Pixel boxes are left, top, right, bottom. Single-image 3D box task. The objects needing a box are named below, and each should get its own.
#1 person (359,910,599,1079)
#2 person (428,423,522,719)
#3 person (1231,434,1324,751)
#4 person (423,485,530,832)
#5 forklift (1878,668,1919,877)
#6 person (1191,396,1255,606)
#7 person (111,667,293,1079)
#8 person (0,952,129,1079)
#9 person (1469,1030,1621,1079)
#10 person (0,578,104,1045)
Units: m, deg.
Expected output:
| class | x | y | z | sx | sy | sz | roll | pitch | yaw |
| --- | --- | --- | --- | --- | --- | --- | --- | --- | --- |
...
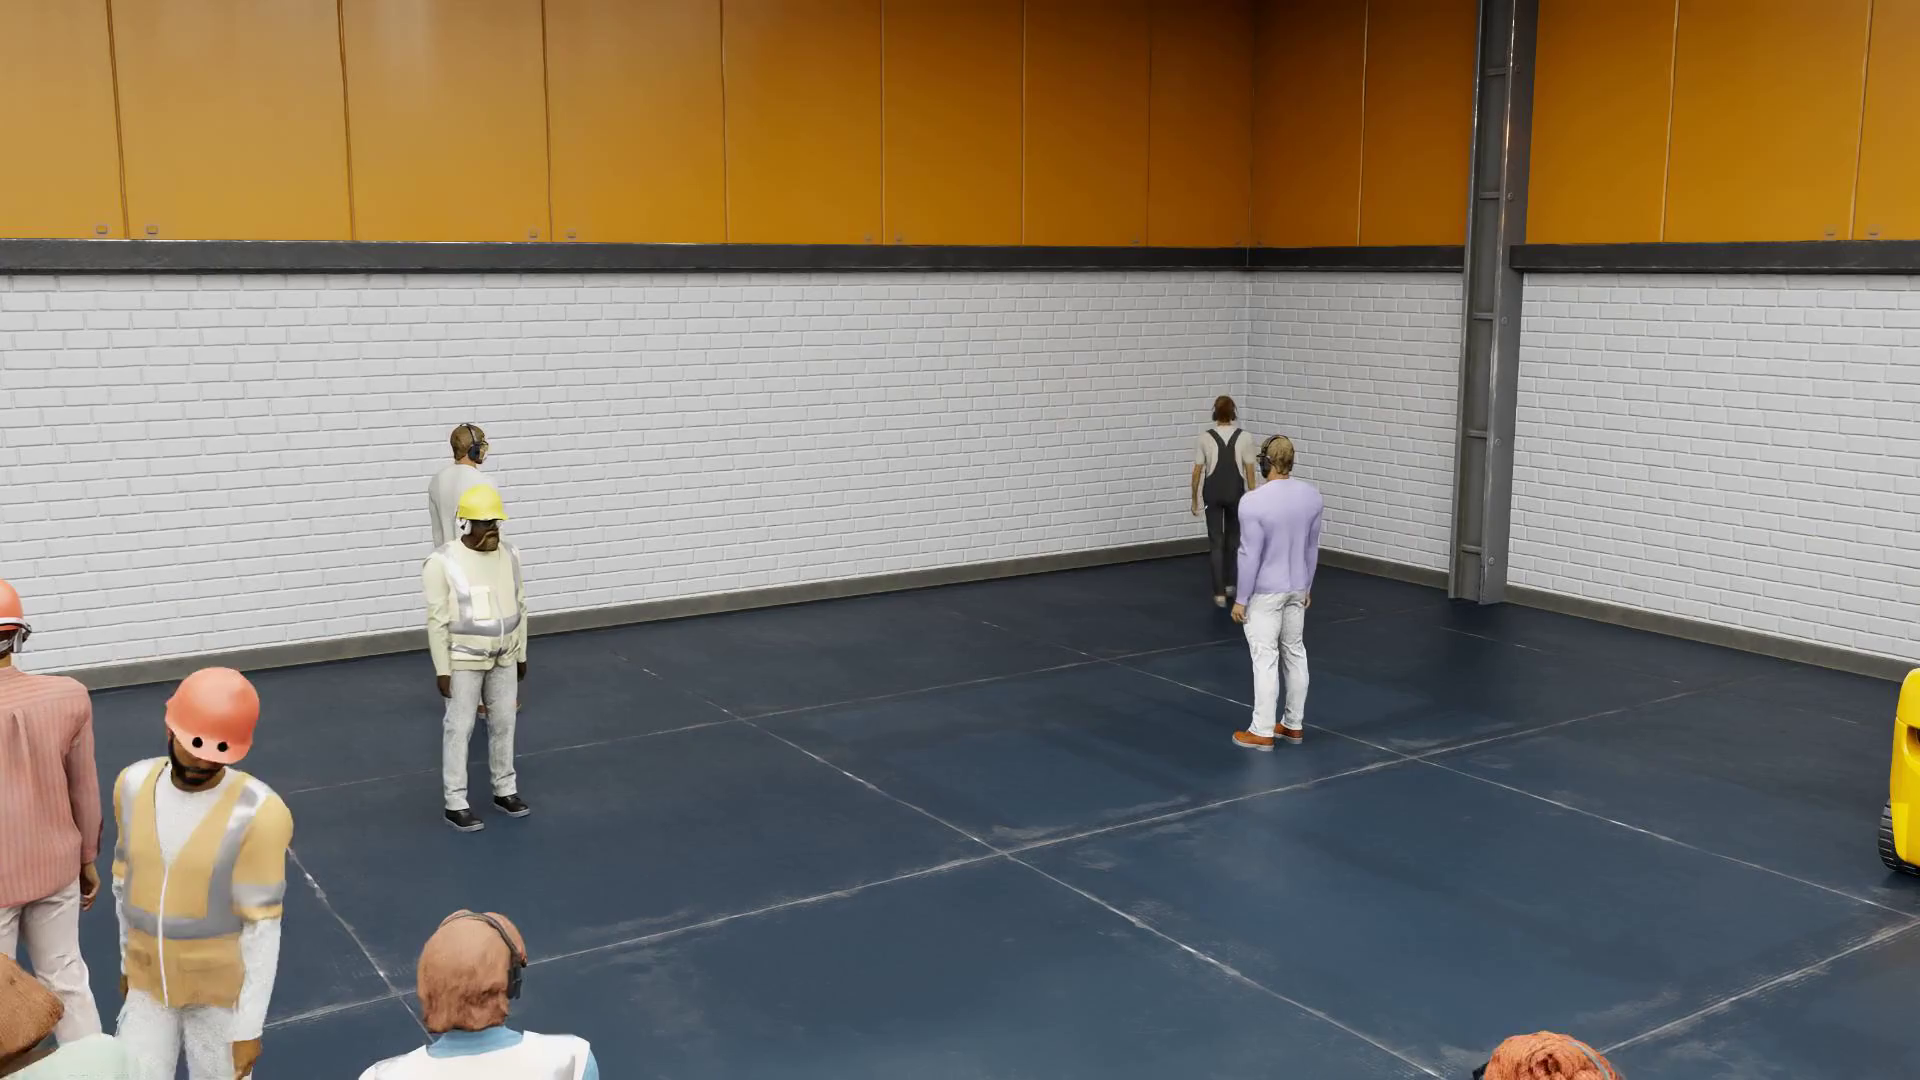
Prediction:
| class | x | y | z | sx | sy | sz | roll | pitch | yaw |
| --- | --- | --- | --- | --- | --- | --- | --- | --- | --- |
| person | -0.987 | 1.578 | 3.512 | 0.513 | 1.639 | 0.311 | -3 | 10 | -17 |
| person | -3.193 | 0.201 | 10.905 | 0.631 | 1.940 | 0.372 | 6 | 11 | 33 |
| person | 1.920 | 0.322 | 10.174 | 0.628 | 1.940 | 0.373 | -6 | 11 | -33 |
| person | -2.526 | 0.611 | 8.797 | 0.403 | 1.824 | 0.599 | 8 | 12 | 40 |
| forklift | 5.511 | 0.571 | 7.906 | 2.313 | 2.155 | 1.214 | -6 | 11 | -33 |
| person | 2.308 | -0.365 | 14.672 | 0.547 | 1.814 | 0.837 | 0 | 9 | 2 |
| person | -2.163 | 1.259 | 4.710 | 0.631 | 1.874 | 0.496 | 1 | 10 | 8 |
| person | -1.983 | 1.598 | 3.546 | 0.863 | 1.584 | 0.537 | 7 | 11 | 34 |
| person | 0.797 | 1.653 | 2.406 | 0.620 | 1.862 | 0.648 | -1 | 9 | -4 |
| person | -3.071 | 1.091 | 5.369 | 0.383 | 1.993 | 0.622 | 5 | 11 | 28 |
